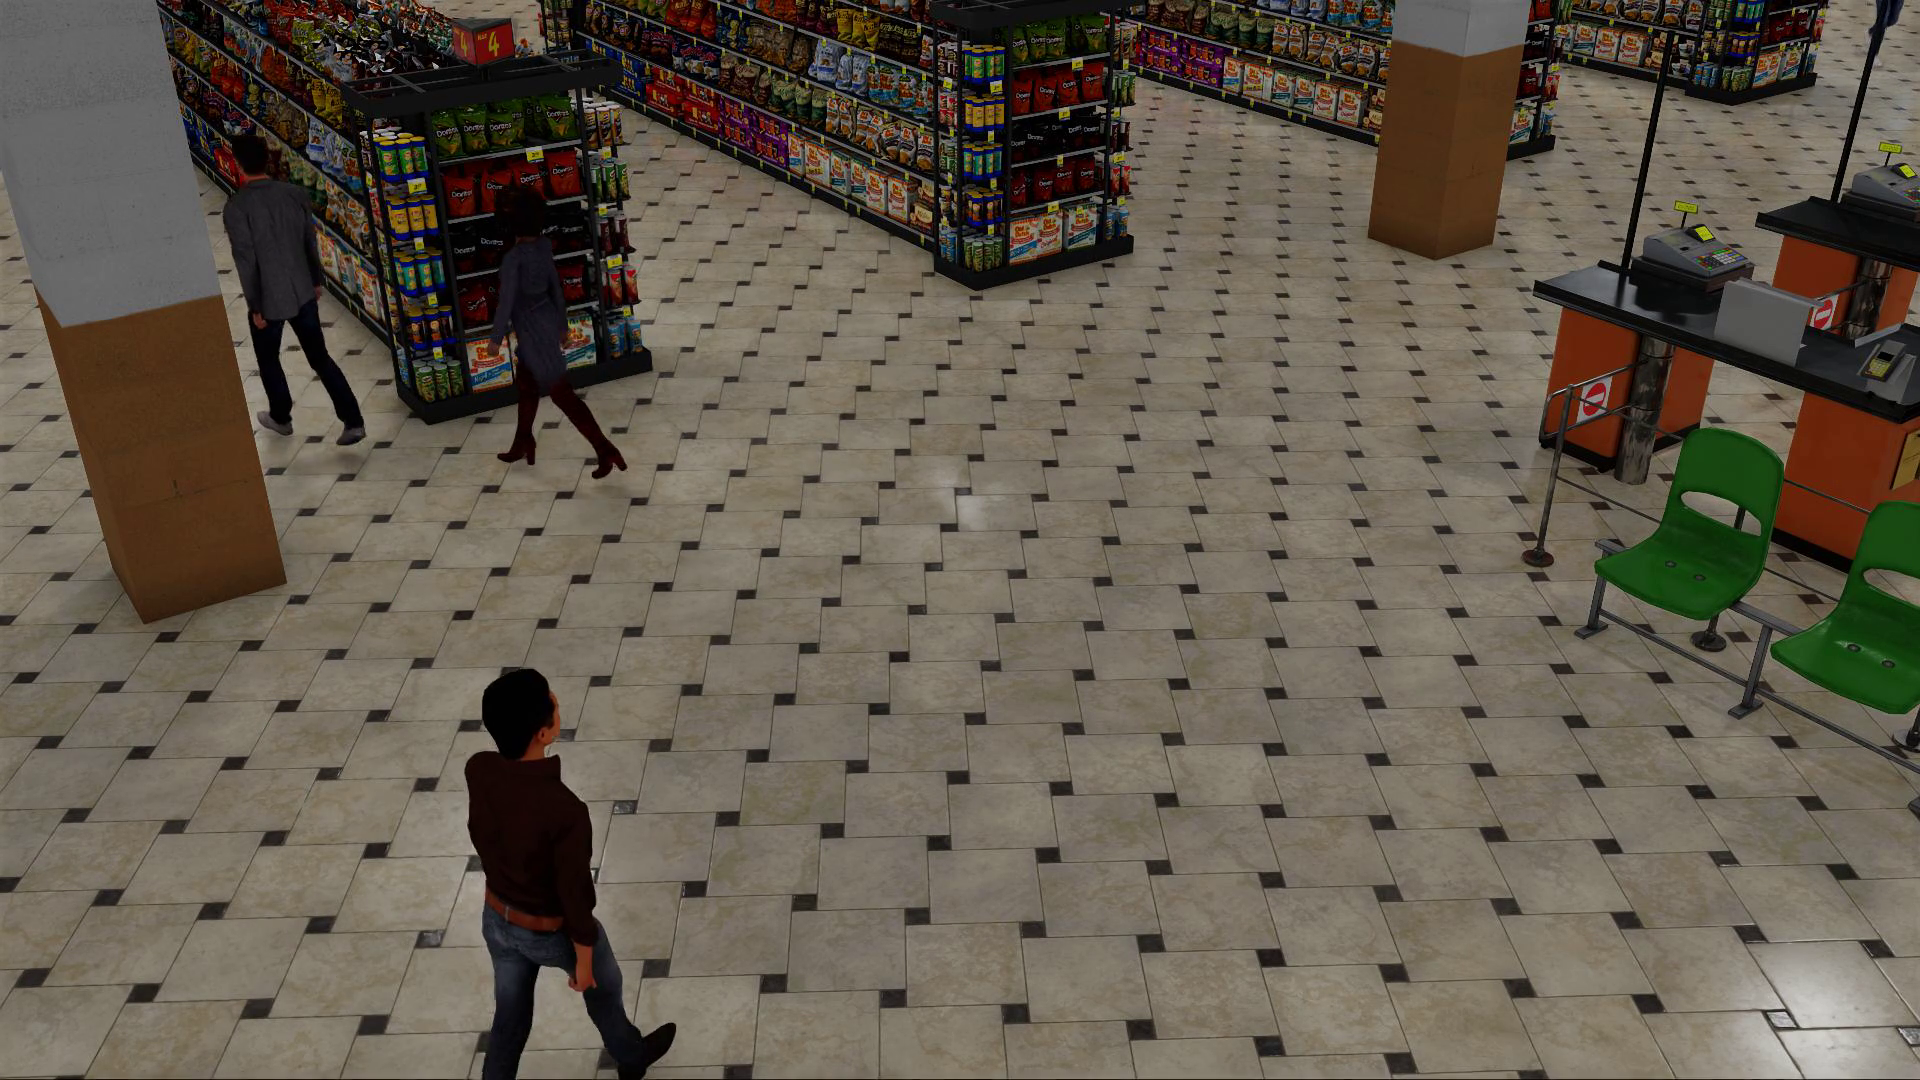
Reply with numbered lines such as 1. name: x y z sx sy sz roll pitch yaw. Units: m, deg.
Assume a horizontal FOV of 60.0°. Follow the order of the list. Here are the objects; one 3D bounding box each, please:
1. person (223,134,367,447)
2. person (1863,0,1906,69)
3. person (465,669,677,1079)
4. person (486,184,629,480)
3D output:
1. person: -3.813 -1.359 9.510 1.260 1.836 0.922 22 36 35
2. person: 10.263 -6.130 18.392 0.955 1.699 1.081 1 29 1
3. person: -1.310 1.199 4.925 1.171 1.740 1.059 15 32 25
4. person: -2.237 -1.084 9.177 1.112 1.673 1.029 6 29 11
